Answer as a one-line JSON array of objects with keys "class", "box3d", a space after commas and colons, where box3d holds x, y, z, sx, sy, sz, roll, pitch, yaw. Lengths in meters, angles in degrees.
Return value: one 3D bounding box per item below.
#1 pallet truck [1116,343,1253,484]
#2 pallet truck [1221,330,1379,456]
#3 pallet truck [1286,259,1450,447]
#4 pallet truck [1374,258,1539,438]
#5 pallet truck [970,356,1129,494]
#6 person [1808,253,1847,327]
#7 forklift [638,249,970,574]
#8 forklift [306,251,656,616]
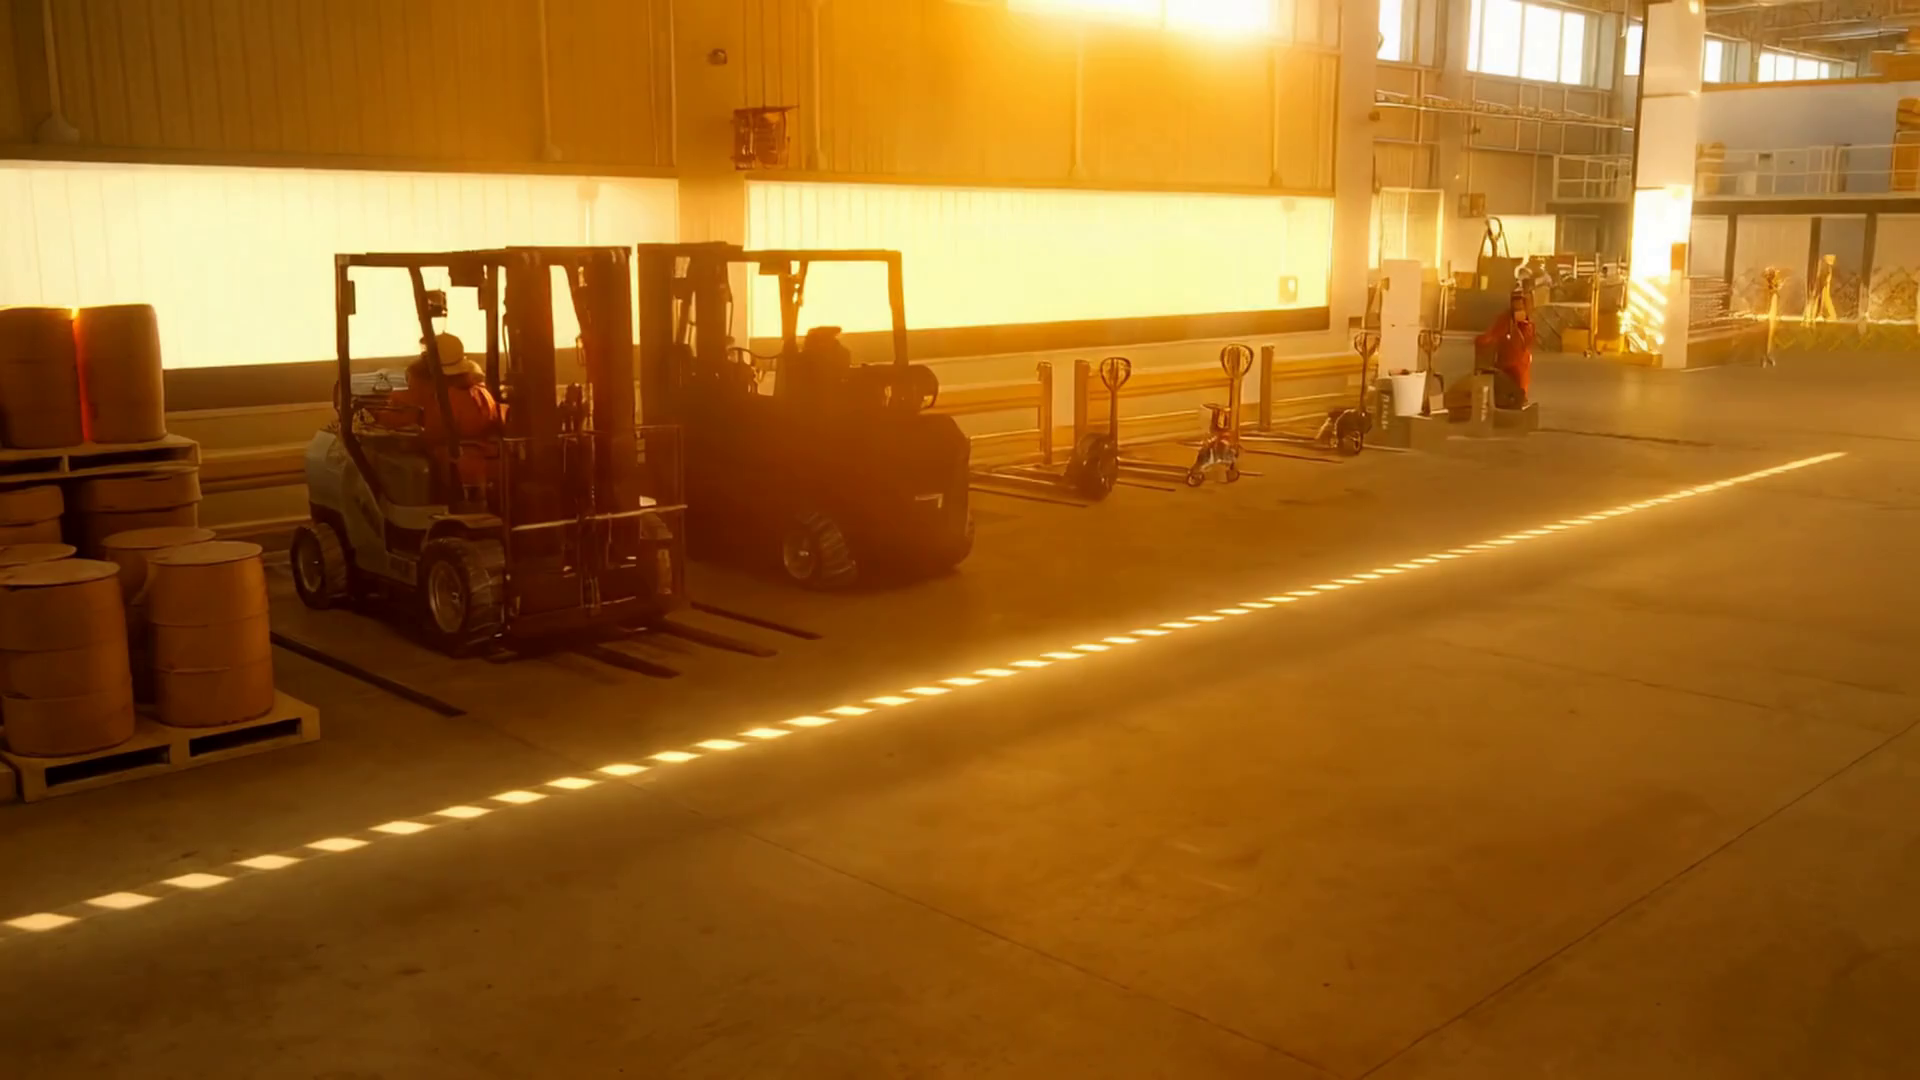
[{"class": "pallet truck", "box3d": [1.962, -1.215, 15.415, 1.522, 1.261, 0.704, 10, 14, 43]}, {"class": "pallet truck", "box3d": [3.563, -1.581, 17.381, 0.653, 1.274, 1.630, -10, 14, -44]}, {"class": "pallet truck", "box3d": [4.493, -2.078, 18.196, 0.823, 1.965, 1.885, -9, 14, -40]}, {"class": "pallet truck", "box3d": [5.704, -2.208, 18.901, 1.885, 1.965, 0.823, 10, 14, 43]}, {"class": "pallet truck", "box3d": [0.784, -1.085, 14.876, 0.680, 1.201, 1.601, -10, 14, -44]}, {"class": "person", "box3d": [21.417, -6.162, 41.020, 0.970, 1.794, 0.512, 10, 14, 43]}, {"class": "forklift", "box3d": [-1.173, -0.958, 11.239, 2.680, 1.987, 1.157, 10, 14, 43]}, {"class": "forklift", "box3d": [-2.833, -0.669, 9.694, 1.157, 1.987, 2.680, -10, 14, -44]}]
